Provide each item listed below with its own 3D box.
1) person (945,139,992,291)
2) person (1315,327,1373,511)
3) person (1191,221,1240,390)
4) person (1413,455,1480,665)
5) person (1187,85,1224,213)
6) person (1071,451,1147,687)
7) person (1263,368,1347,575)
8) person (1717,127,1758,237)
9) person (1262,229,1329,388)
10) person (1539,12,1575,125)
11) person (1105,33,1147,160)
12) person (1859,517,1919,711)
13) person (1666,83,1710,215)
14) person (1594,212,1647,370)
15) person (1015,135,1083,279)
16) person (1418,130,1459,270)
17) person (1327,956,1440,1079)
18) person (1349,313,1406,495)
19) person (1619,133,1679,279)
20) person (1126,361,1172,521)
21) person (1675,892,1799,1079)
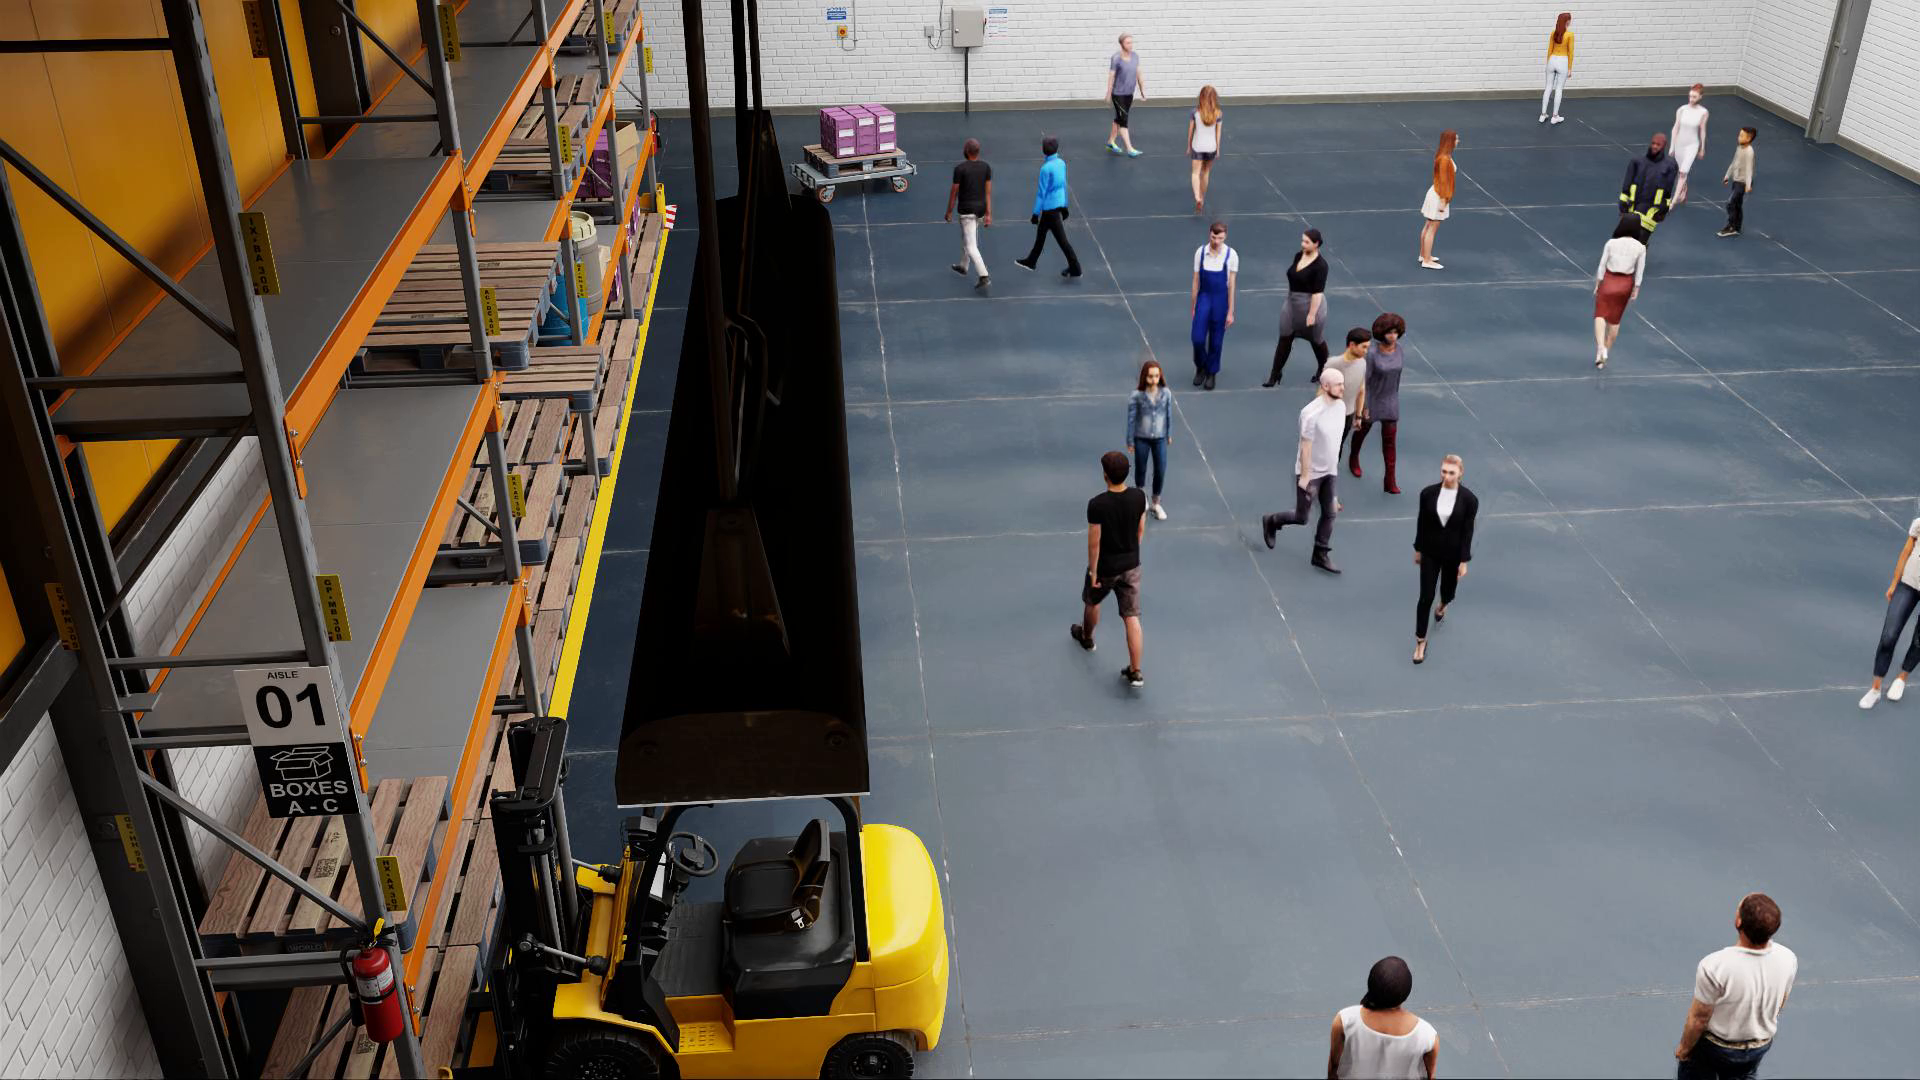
[{"bbox_3d":[0.177,-3.899,20.073,1.073,1.767,1.336,-18,33,-29],"label":"person"},{"bbox_3d":[3.390,-1.170,15.154,0.837,1.688,0.930,-11,30,-19],"label":"person"},{"bbox_3d":[2.671,-2.489,17.421,0.722,1.833,0.760,7,29,12],"label":"person"},{"bbox_3d":[3.745,0.105,12.826,0.901,1.678,1.115,11,30,19],"label":"person"},{"bbox_3d":[3.336,-5.318,22.735,0.668,1.709,1.008,1,29,1],"label":"person"},{"bbox_3d":[1.208,0.238,12.434,0.844,1.820,1.268,-9,30,-16],"label":"person"},{"bbox_3d":[2.935,-0.603,13.986,0.983,1.811,1.125,-21,35,-33],"label":"person"},{"bbox_3d":[10.343,-4.700,21.875,0.690,1.449,0.536,2,29,3],"label":"person"},{"bbox_3d":[3.683,-2.402,17.376,0.965,1.723,1.033,-15,32,-26],"label":"person"},{"bbox_3d":[9.713,-7.682,27.027,0.674,1.750,0.743,24,37,37],"label":"person"},{"bbox_3d":[2.408,-6.735,25.194,1.074,1.842,1.290,-20,35,-32],"label":"person"},{"bbox_3d":[7.092,0.375,12.209,0.895,1.795,0.958,21,35,34],"label":"person"},{"bbox_3d":[9.981,-5.356,22.777,1.123,1.736,1.180,18,34,30],"label":"person"},{"bbox_3d":[6.990,-2.613,17.745,0.747,1.740,0.832,8,30,14],"label":"person"},{"bbox_3d":[1.215,-4.010,20.298,1.129,1.748,1.189,16,32,26],"label":"person"},{"bbox_3d":[5.975,-4.284,20.826,0.719,1.723,0.563,3,29,5],"label":"person"},{"bbox_3d":[2.008,2.694,8.071,0.746,1.687,0.742,9,30,16],"label":"person"},{"bbox_3d":[3.832,-1.304,15.414,0.707,1.674,1.045,-7,29,-13],"label":"person"},{"bbox_3d":[8.459,-4.138,20.496,1.203,1.782,1.304,20,34,32],"label":"person"},{"bbox_3d":[1.688,-0.953,14.990,0.622,1.463,0.730,-4,29,-8],"label":"person"},{"bbox_3d":[3.817,2.522,8.208,0.664,1.857,0.708,-2,29,-3],"label":"person"}]
